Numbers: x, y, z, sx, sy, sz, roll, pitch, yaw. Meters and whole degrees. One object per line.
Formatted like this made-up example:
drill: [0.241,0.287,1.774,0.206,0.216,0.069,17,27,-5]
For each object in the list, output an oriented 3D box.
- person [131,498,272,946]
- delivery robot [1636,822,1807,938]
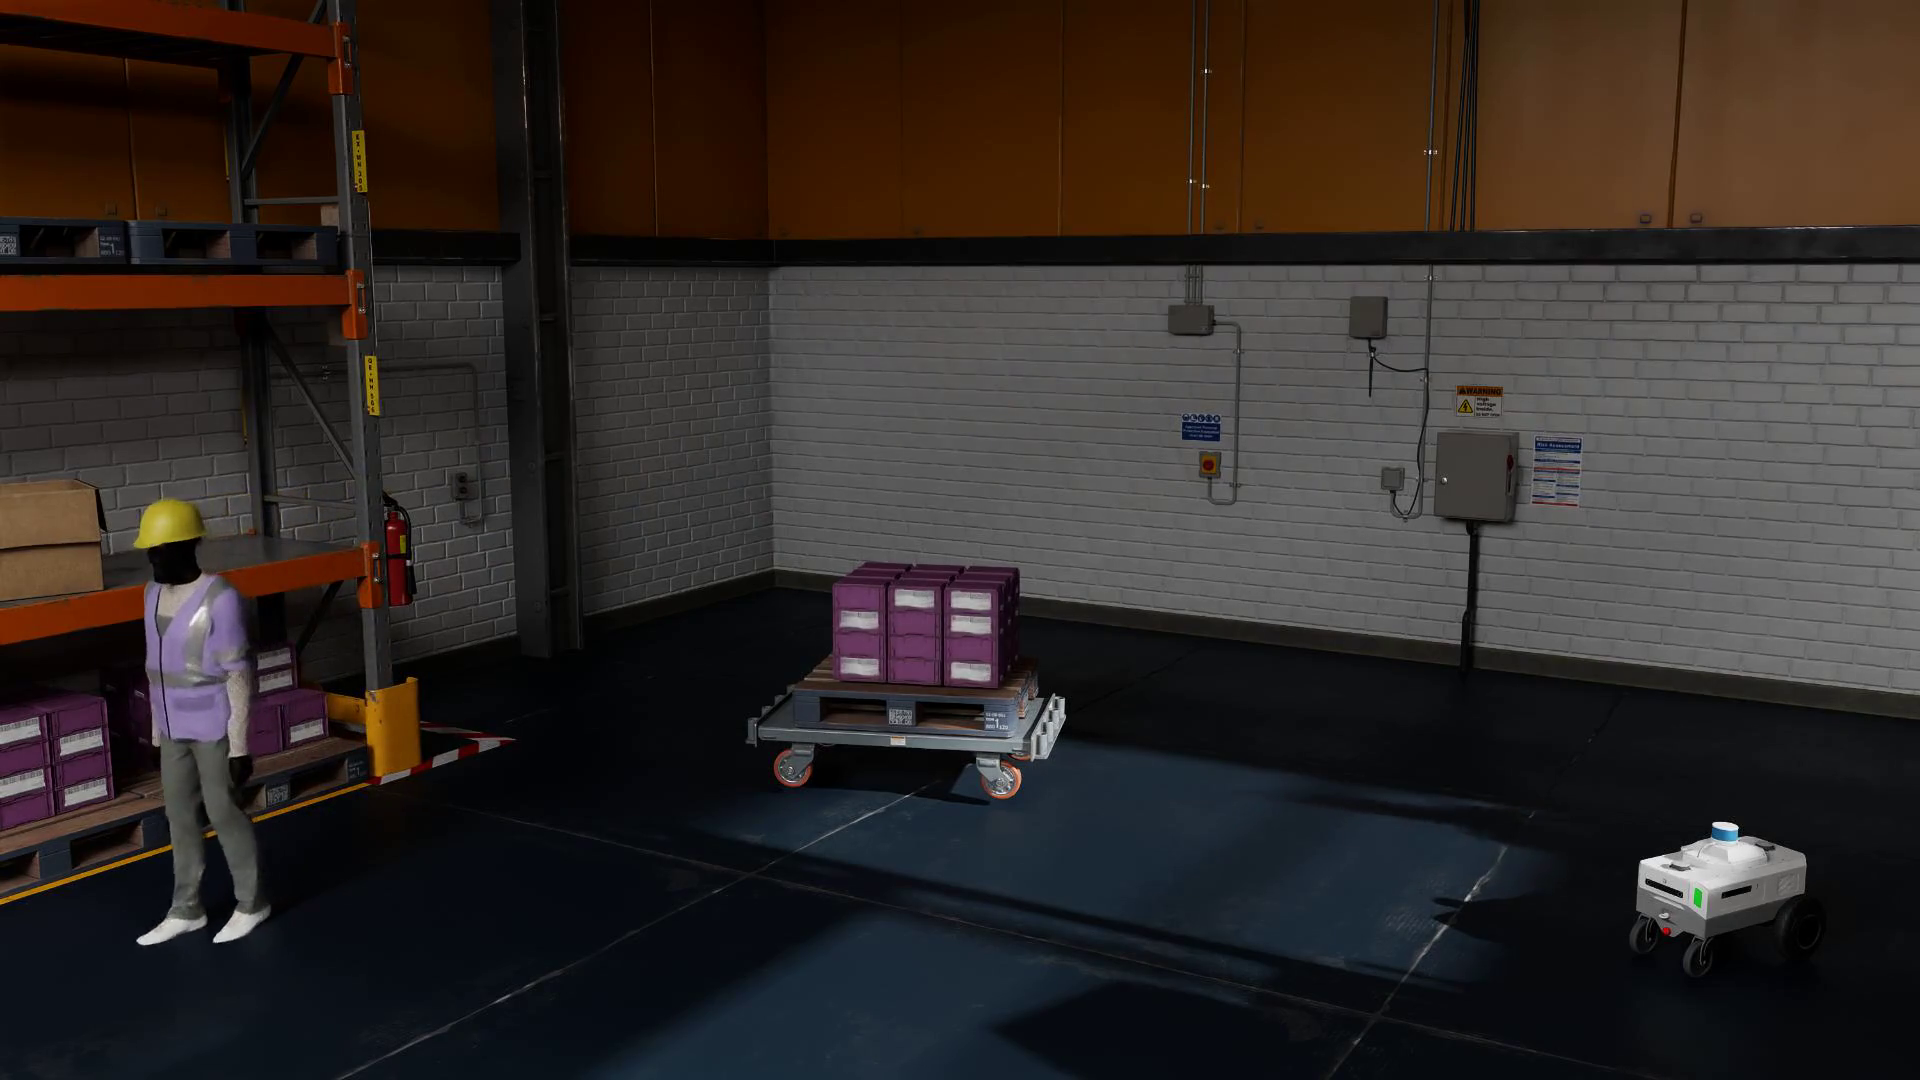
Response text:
person: [-3.222,0.769,7.019,0.607,1.930,0.409,5,10,29]
delivery robot: [3.163,1.417,6.911,0.707,0.478,0.477,-5,10,-27]
